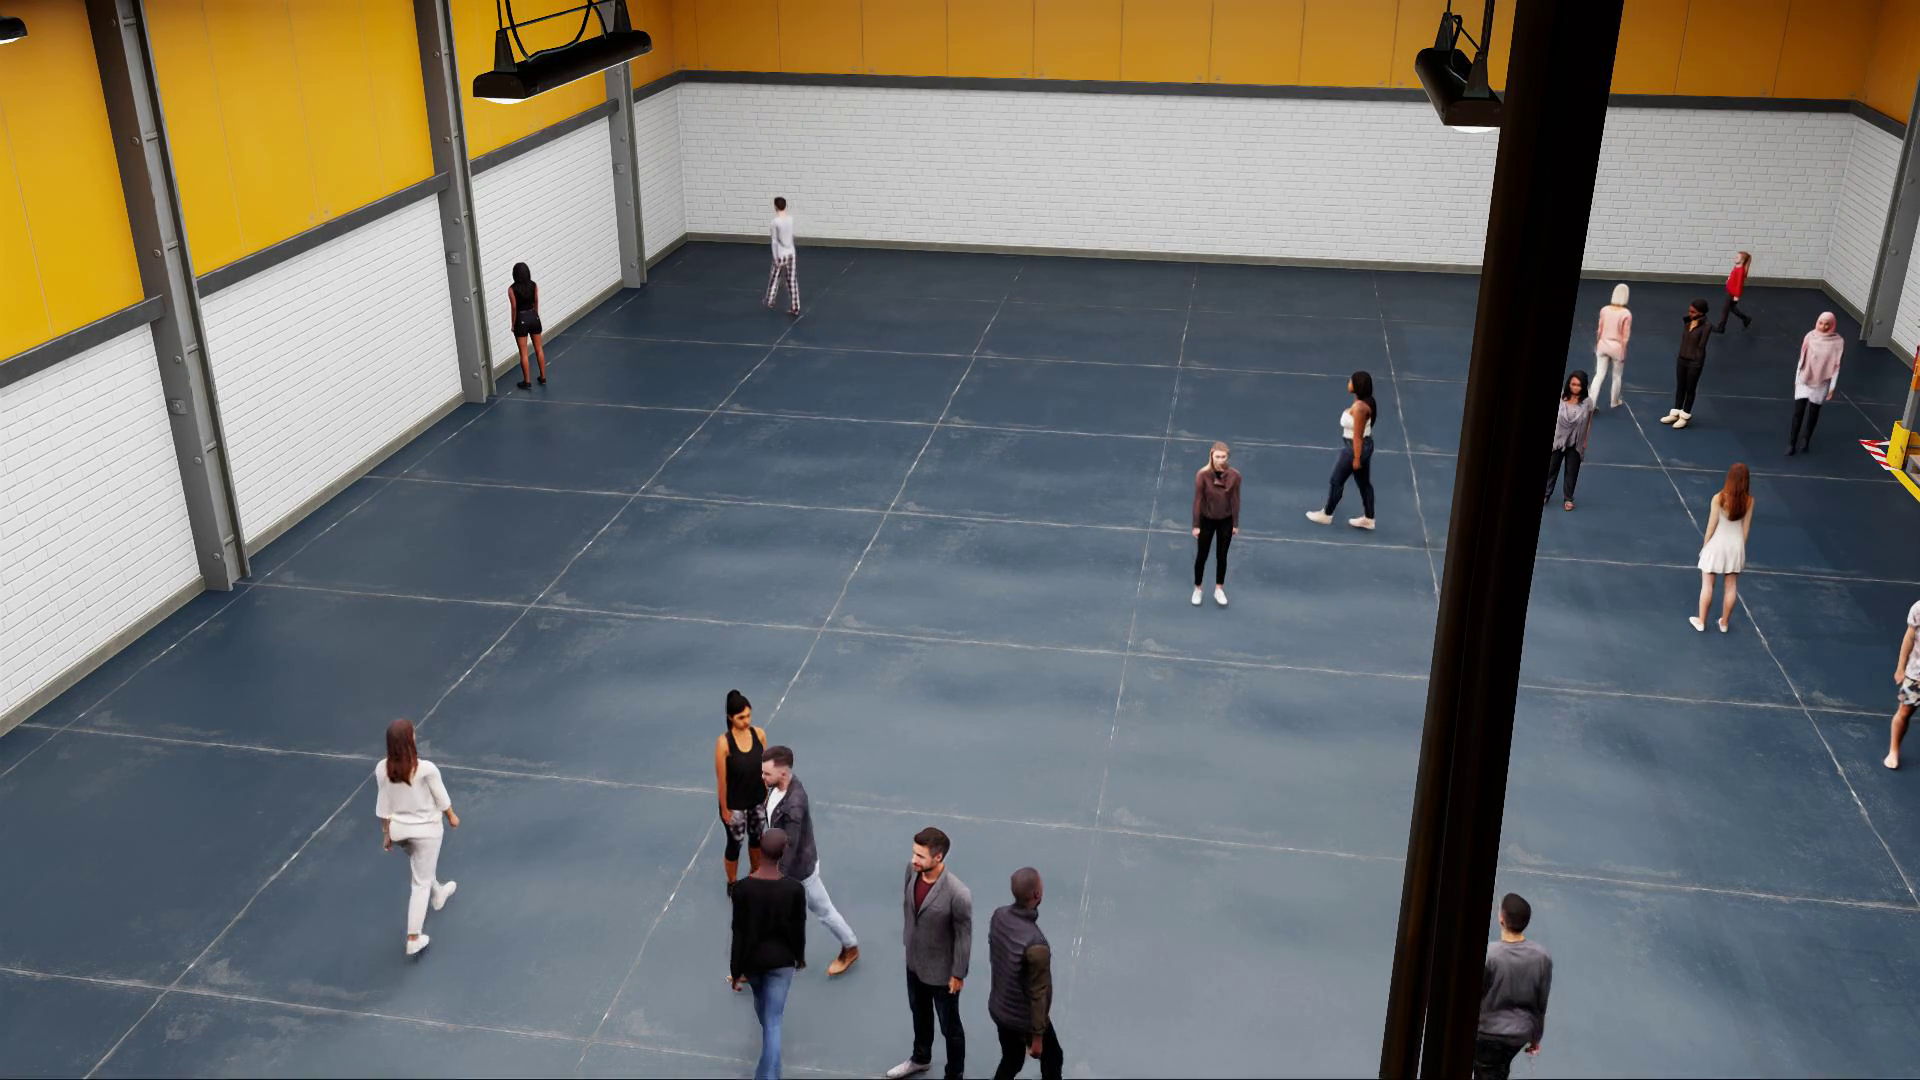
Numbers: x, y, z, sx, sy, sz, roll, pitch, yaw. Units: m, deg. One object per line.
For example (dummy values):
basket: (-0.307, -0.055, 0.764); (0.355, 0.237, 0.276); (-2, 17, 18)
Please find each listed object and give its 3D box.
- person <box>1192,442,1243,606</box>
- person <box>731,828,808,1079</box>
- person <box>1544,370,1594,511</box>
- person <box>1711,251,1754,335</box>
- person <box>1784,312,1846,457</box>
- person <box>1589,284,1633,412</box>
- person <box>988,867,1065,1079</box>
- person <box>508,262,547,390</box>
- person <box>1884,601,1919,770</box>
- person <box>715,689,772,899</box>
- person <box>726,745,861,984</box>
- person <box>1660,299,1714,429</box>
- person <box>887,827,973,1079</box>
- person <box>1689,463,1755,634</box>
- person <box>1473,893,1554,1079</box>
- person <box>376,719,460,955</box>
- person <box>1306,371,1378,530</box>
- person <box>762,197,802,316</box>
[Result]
person: (2.524, -0.174, 16.401); (0.643, 1.703, 0.562); (0, 24, -1)
person: (-1.182, 2.620, 10.029); (0.752, 1.687, 1.144); (-3, 24, -6)
person: (6.846, -1.151, 18.749); (0.695, 1.612, 0.723); (10, 26, 22)
person: (11.717, -3.716, 25.049); (0.597, 1.268, 0.781); (6, 24, 13)
person: (10.453, -1.917, 20.299); (0.894, 1.775, 1.089); (14, 27, 29)
person: (8.440, -2.468, 21.654); (1.073, 1.698, 0.944); (-22, 32, -40)
person: (0.272, 2.752, 9.587); (1.093, 1.800, 1.046); (-10, 25, -21)
person: (-5.906, -2.935, 22.671); (0.738, 1.741, 0.642); (22, 32, 40)
person: (7.905, 1.030, 13.511); (0.708, 1.811, 0.627); (8, 25, 18)
person: (-1.551, 1.826, 11.878); (0.634, 1.662, 0.717); (-19, 30, -37)
person: (-0.987, 2.149, 10.982); (1.128, 1.788, 1.201); (-10, 25, -21)
person: (9.360, -2.283, 21.280); (0.765, 1.659, 0.705); (-20, 30, -38)
person: (-0.160, 2.527, 10.008); (0.782, 1.874, 0.802); (22, 32, 40)
person: (7.285, 0.069, 15.835); (0.549, 1.712, 0.523); (3, 24, 8)
person: (3.098, 2.839, 9.459); (0.726, 1.743, 0.898); (0, 24, -1)
person: (-3.752, 2.041, 11.394); (0.609, 1.655, 1.040); (4, 24, 9)
person: (4.403, -0.933, 18.036); (0.913, 1.784, 0.997); (12, 26, 25)
person: (-2.683, -4.399, 25.923); (1.073, 1.818, 1.102); (-17, 29, -34)
